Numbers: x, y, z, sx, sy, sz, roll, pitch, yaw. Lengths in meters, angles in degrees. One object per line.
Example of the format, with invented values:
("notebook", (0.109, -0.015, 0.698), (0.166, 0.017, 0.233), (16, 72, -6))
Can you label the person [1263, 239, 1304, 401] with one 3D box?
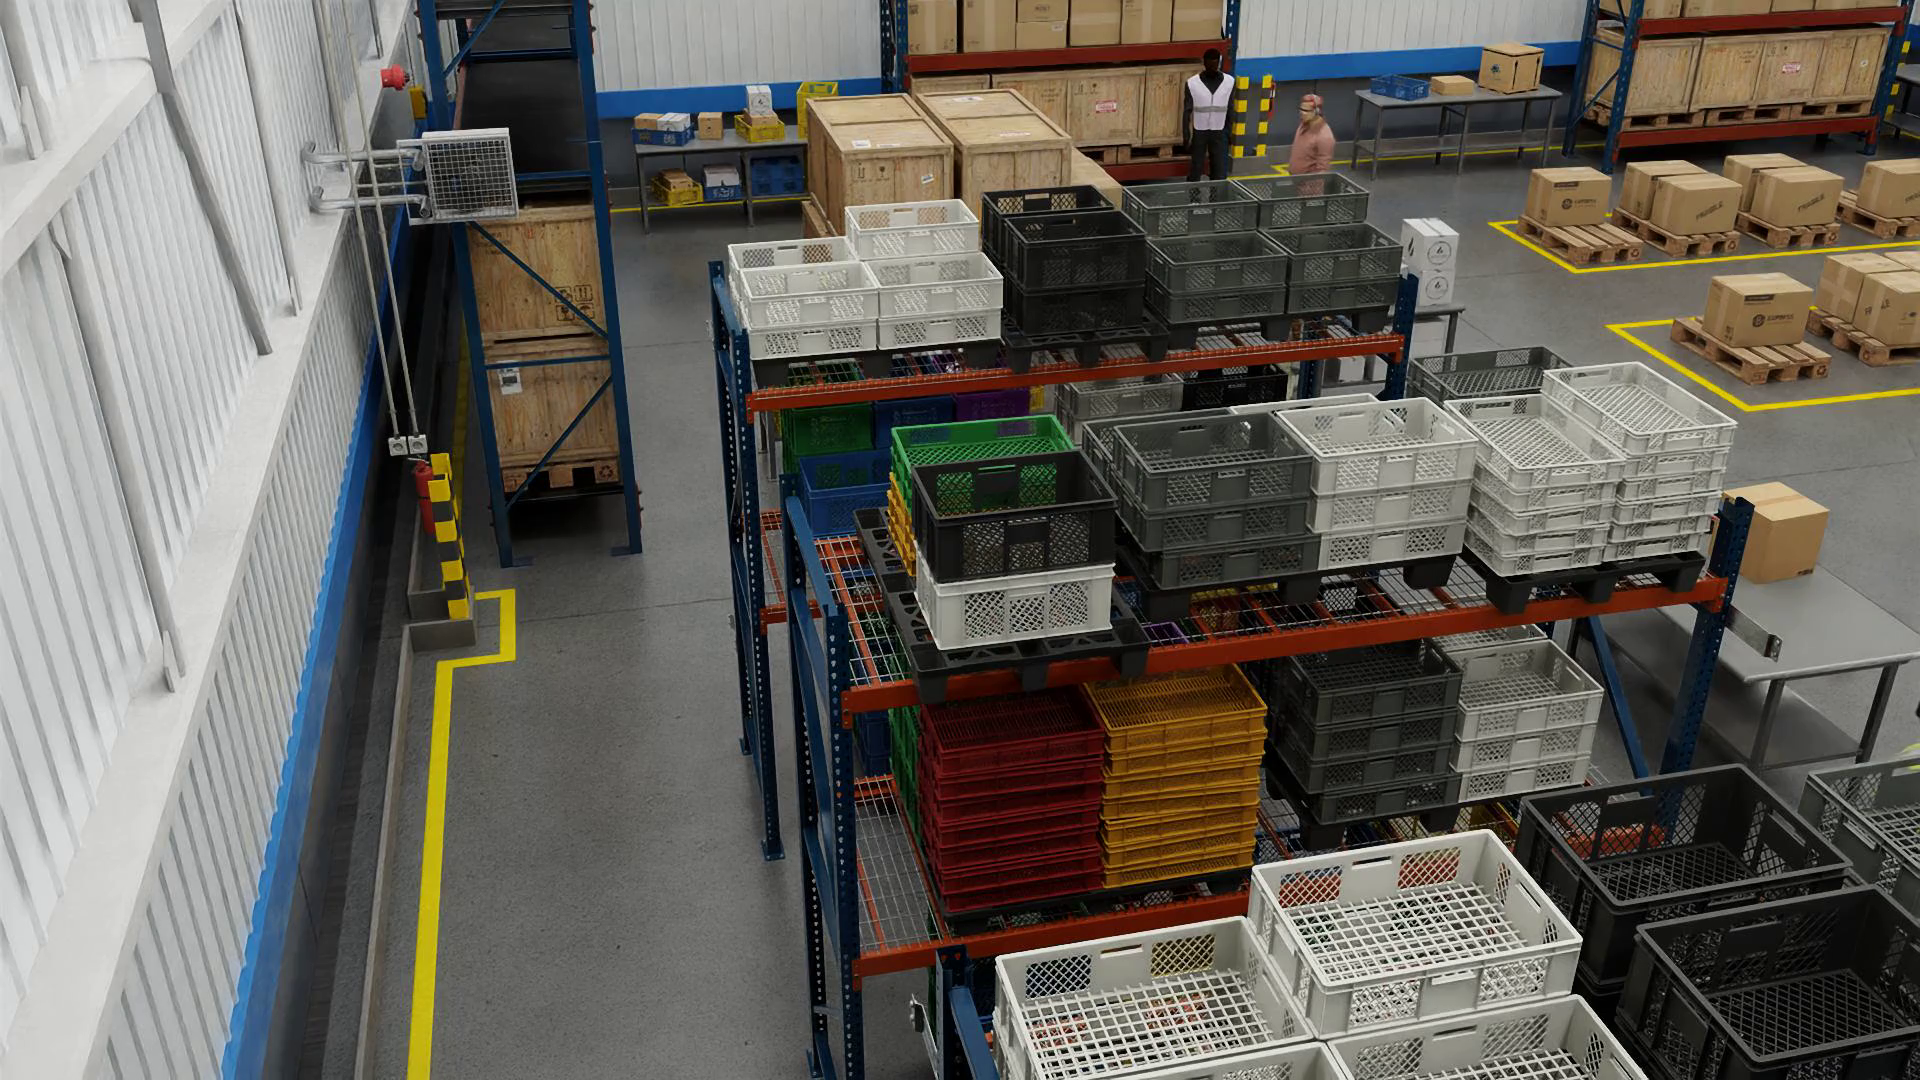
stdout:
("person", (2.605, -1.551, 13.256), (0.328, 1.872, 0.509), (-8, 29, -15))

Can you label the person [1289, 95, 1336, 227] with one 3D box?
("person", (3.587, -3.657, 17.228), (0.397, 1.900, 0.655), (-5, 28, -10))

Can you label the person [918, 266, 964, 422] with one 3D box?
("person", (-0.151, -1.160, 12.500), (0.357, 1.884, 0.574), (9, 29, 17))

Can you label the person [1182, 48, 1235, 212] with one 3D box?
("person", (2.860, -4.733, 19.258), (0.599, 1.907, 0.400), (-4, 28, -7))
